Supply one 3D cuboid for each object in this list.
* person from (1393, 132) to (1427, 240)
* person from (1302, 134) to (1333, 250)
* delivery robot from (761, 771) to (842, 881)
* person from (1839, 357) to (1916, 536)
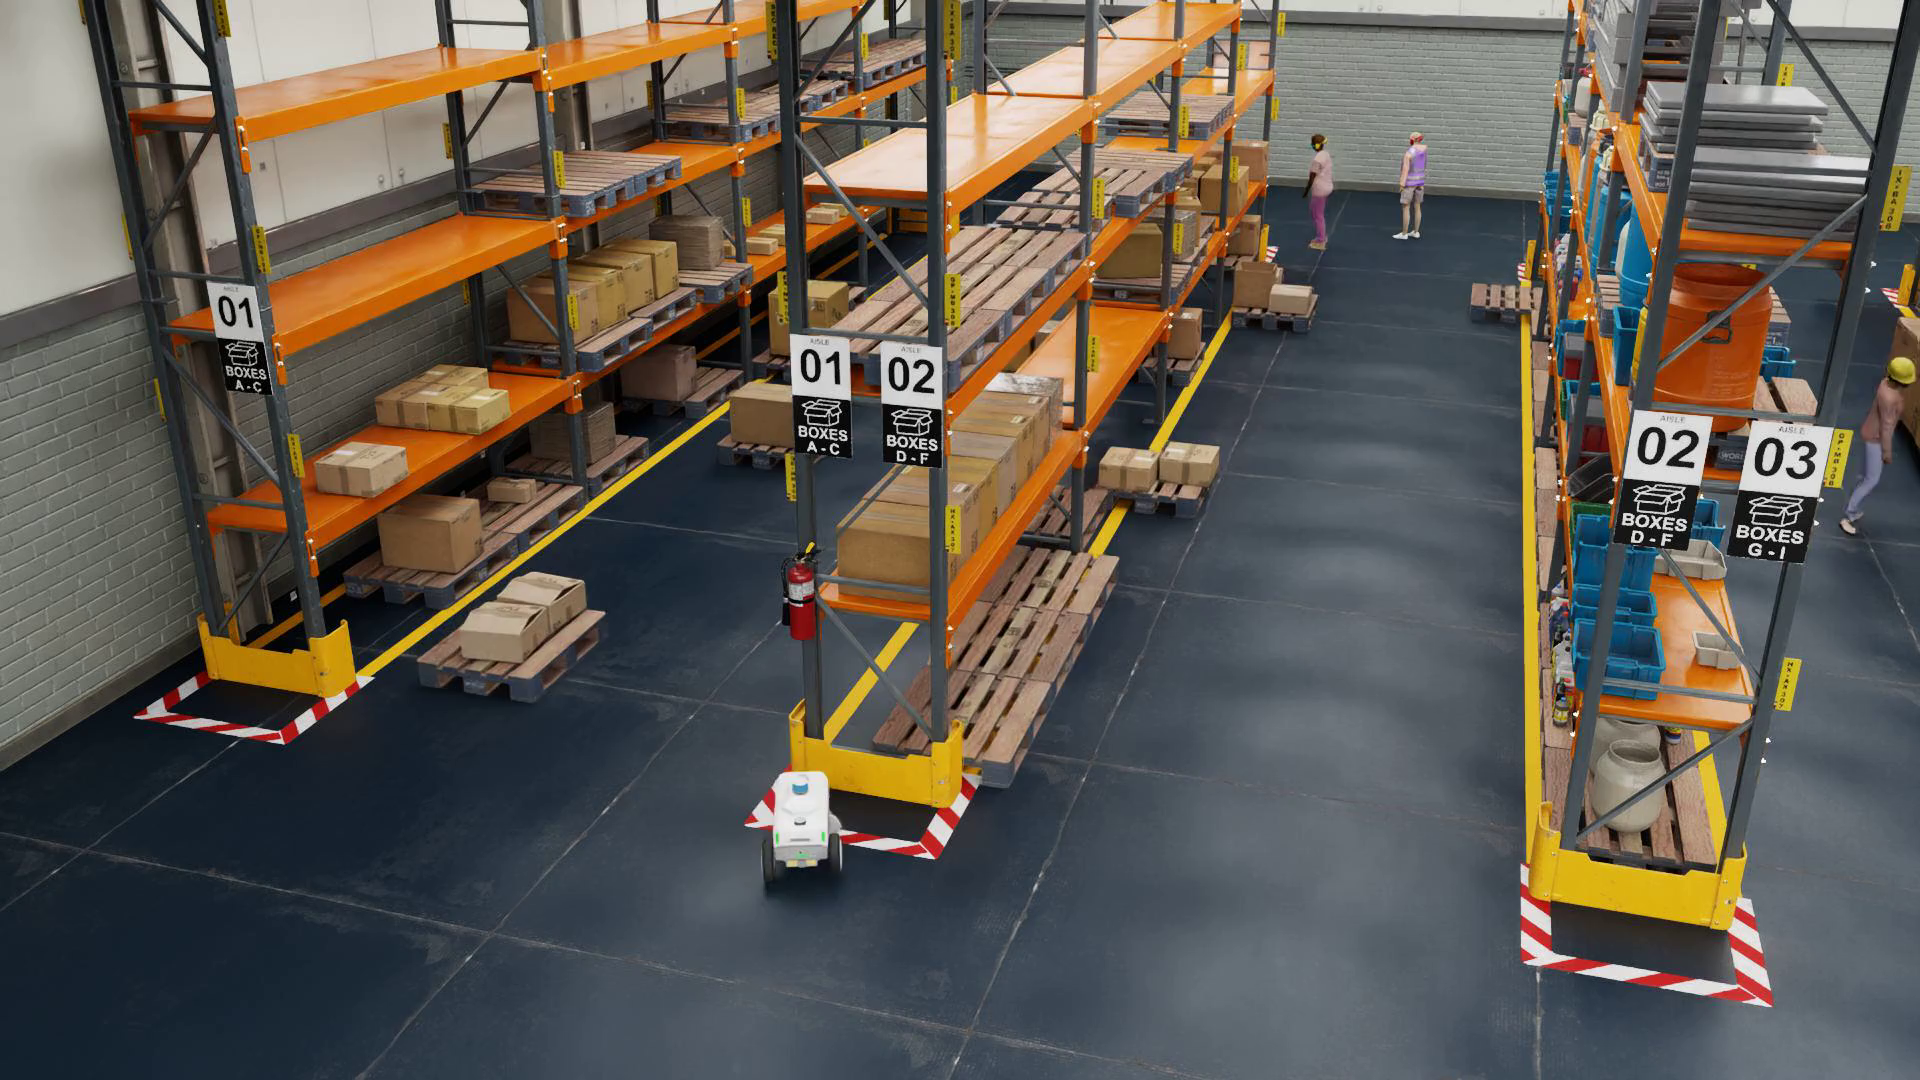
[{"bbox_3d":[7.182,-5.621,26.418,0.489,1.688,0.350,-14,27,-29],"label":"person"},{"bbox_3d":[5.560,-5.395,25.781,0.451,1.774,0.505,13,26,27],"label":"person"},{"bbox_3d":[-0.999,1.802,10.621,0.523,0.586,0.757,-2,23,-4],"label":"delivery robot"},{"bbox_3d":[8.557,-0.924,15.489,0.317,1.717,0.665,9,25,21],"label":"person"}]
